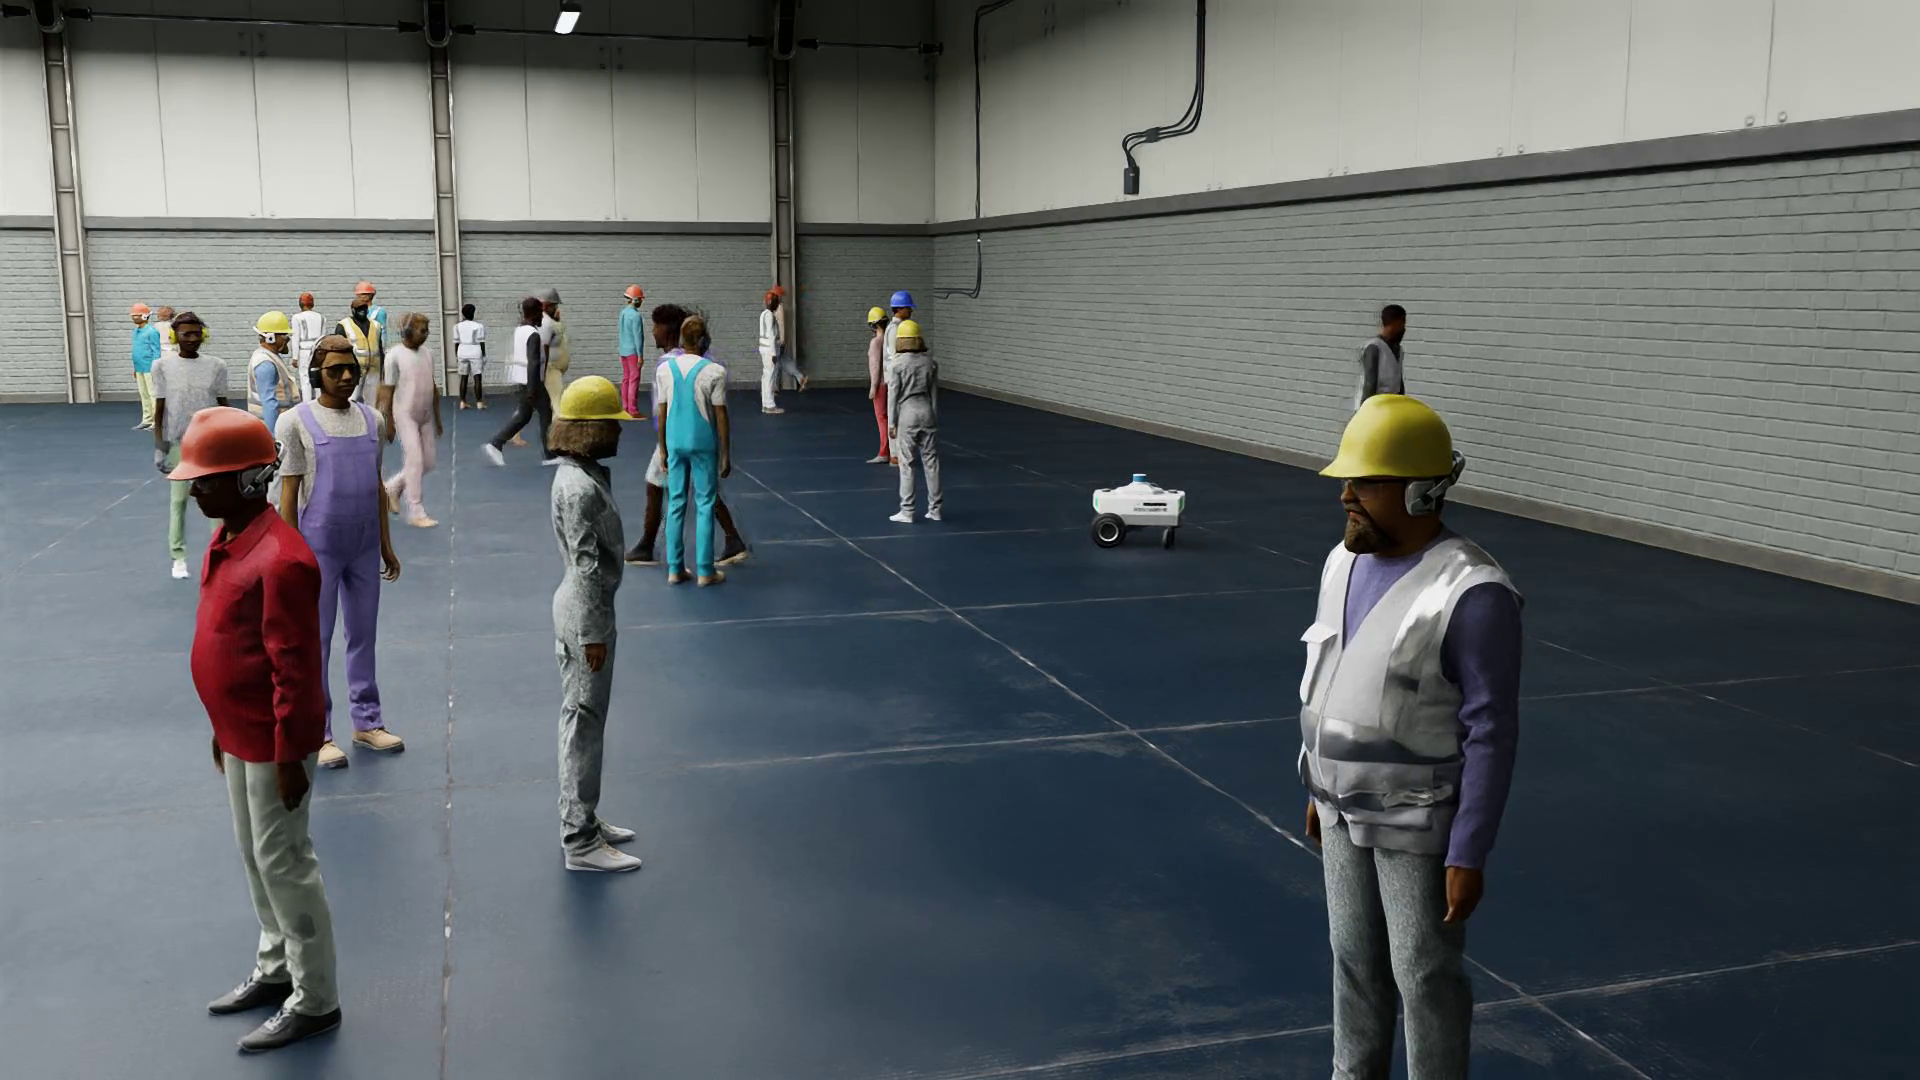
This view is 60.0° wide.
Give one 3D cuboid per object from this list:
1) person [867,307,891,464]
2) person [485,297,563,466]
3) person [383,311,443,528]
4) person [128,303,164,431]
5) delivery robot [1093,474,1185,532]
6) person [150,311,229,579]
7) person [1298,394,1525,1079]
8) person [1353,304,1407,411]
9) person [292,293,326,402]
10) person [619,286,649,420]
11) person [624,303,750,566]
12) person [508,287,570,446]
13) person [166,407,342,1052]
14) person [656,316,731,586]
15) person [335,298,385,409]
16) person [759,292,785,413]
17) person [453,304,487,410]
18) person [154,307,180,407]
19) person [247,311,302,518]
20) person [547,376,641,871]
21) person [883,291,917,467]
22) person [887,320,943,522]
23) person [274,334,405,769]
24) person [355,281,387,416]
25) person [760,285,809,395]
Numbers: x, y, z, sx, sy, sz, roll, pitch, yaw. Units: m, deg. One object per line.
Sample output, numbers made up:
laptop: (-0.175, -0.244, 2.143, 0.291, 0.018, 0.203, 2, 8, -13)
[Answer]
person: (-0.898, -1.738, 18.785, 0.329, 1.763, 0.523, 3, 9, 20)
person: (-4.818, -1.750, 18.465, 0.890, 1.891, 0.599, -6, 11, -32)
person: (-4.658, -1.015, 14.001, 0.658, 1.823, 0.513, 5, 10, 27)
person: (-11.225, -2.380, 22.900, 0.573, 1.749, 0.332, 6, 11, 35)
delivery robot: (1.399, -0.274, 12.980, 0.707, 0.478, 0.477, 1, 9, 6)
person: (-5.345, -0.661, 11.616, 0.540, 1.861, 0.328, -5, 10, -30)
person: (0.952, 0.592, 3.691, 0.403, 1.830, 0.598, -4, 10, -22)
person: (3.581, -1.088, 14.304, 0.632, 1.876, 0.640, 7, 11, 39)
person: (-9.761, -2.761, 24.967, 0.366, 1.880, 0.580, 5, 10, 30)
person: (-4.835, -2.770, 24.679, 0.406, 1.987, 0.608, -6, 11, -35)
person: (-1.987, -0.747, 11.994, 1.008, 1.917, 0.618, 3, 9, 17)
person: (-5.229, -2.171, 20.659, 0.963, 2.000, 0.678, -5, 10, -28)
person: (-1.924, 0.507, 4.525, 0.351, 1.742, 0.572, -7, 11, -39)
person: (-1.800, -0.596, 11.276, 0.513, 1.836, 0.355, 2, 9, 14)
person: (-7.682, -2.187, 21.396, 0.430, 1.843, 0.625, 8, 12, 42)
person: (-2.942, -2.915, 25.893, 0.355, 1.887, 0.573, -3, 9, -17)
person: (-7.817, -2.917, 26.541, 0.536, 1.693, 0.320, 2, 9, 13)
person: (-12.817, -2.954, 26.973, 0.596, 1.626, 0.323, 1, 9, 7)
person: (-5.503, -0.920, 13.385, 0.404, 1.824, 0.586, -3, 9, -20)
person: (-1.292, 0.291, 5.903, 0.312, 1.741, 0.494, -2, 9, -13)
person: (-0.667, -1.788, 18.508, 0.385, 1.948, 0.603, 0, 9, -1)
person: (-0.408, -1.018, 14.310, 0.497, 1.732, 0.383, -5, 10, -31)
person: (-2.662, 0.041, 7.170, 0.345, 1.847, 0.504, 7, 11, 36)
person: (-8.975, -2.892, 25.254, 0.605, 2.044, 0.374, 4, 10, 25)
person: (-3.167, -3.581, 29.866, 0.805, 1.974, 0.616, -1, 9, -7)
